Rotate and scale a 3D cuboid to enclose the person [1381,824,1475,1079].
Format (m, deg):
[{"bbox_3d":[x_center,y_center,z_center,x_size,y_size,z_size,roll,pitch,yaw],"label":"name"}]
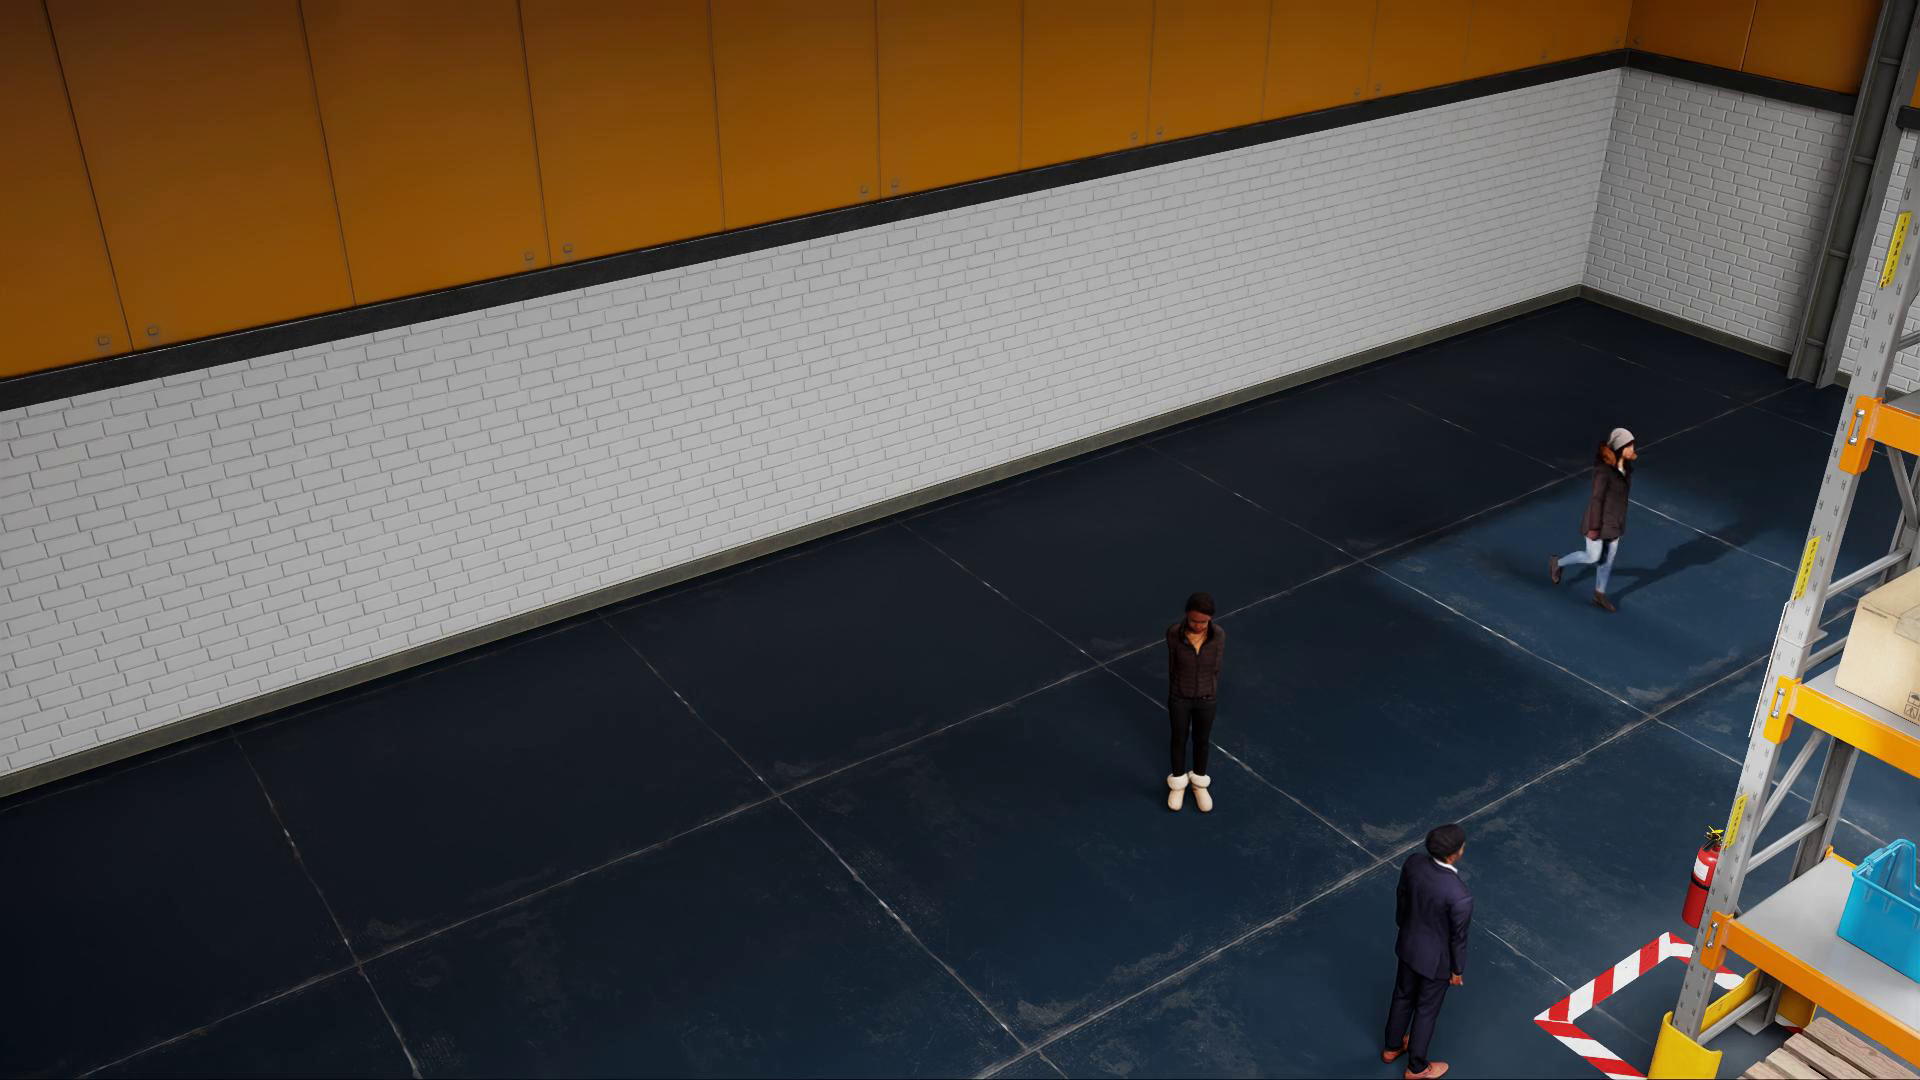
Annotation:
[{"bbox_3d":[2.599,2.289,9.280,0.707,1.725,0.470,-16,32,-27],"label":"person"}]

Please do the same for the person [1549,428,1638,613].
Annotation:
[{"bbox_3d":[5.342,-0.197,13.944,0.620,1.622,0.868,-19,34,-31],"label":"person"}]

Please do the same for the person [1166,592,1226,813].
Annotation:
[{"bbox_3d":[1.613,1.074,11.572,0.707,1.662,0.771,-6,29,-10],"label":"person"}]
